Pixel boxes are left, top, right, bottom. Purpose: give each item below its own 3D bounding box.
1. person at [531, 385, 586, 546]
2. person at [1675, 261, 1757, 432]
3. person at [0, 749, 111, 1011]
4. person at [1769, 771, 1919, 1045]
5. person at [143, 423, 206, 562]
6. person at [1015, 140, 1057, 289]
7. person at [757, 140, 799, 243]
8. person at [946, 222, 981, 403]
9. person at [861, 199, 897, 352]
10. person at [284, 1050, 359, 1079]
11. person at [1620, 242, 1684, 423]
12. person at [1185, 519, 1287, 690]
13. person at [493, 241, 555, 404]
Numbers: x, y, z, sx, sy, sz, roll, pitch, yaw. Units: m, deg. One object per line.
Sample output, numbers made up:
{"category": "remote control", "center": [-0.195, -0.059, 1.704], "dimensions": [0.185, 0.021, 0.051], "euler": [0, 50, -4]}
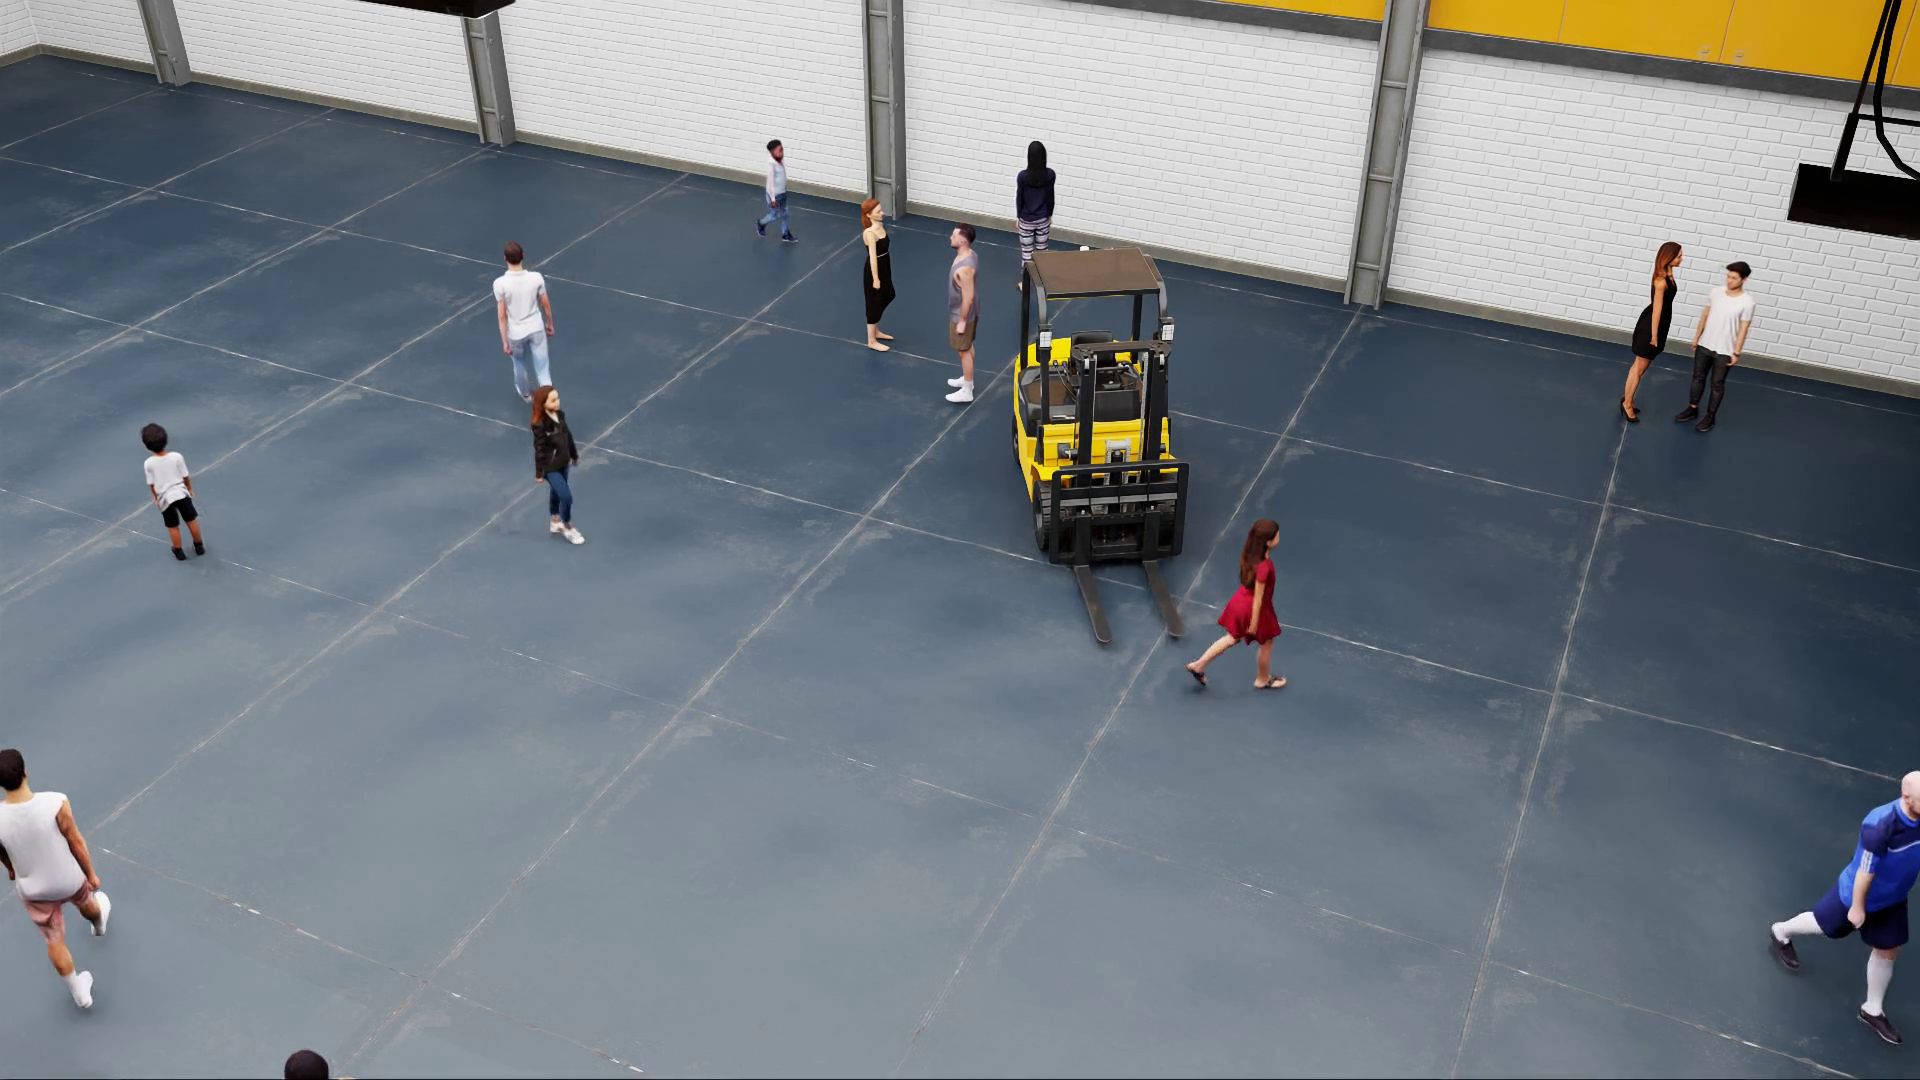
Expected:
{"category": "person", "center": [-3.541, -0.672, 14.300], "dimensions": [0.656, 1.472, 0.625], "euler": [10, 35, 15]}
{"category": "person", "center": [7.263, -1.878, 15.892], "dimensions": [0.771, 1.718, 0.650], "euler": [-21, 39, -28]}
{"category": "person", "center": [-5.447, 2.076, 9.925], "dimensions": [1.110, 1.737, 1.174], "euler": [-12, 35, -17]}
{"category": "person", "center": [5.345, 2.051, 9.905], "dimensions": [1.181, 1.803, 1.265], "euler": [-13, 36, -18]}
{"category": "person", "center": [-6.677, -0.402, 14.090], "dimensions": [0.562, 1.256, 0.600], "euler": [-22, 39, -29]}
{"category": "person", "center": [0.832, -3.583, 18.444], "dimensions": [0.649, 1.732, 0.724], "euler": [-9, 35, -13]}
{"category": "person", "center": [-2.210, -4.135, 19.711], "dimensions": [0.747, 1.250, 0.511], "euler": [17, 37, 24]}
{"category": "person", "center": [0.040, -2.238, 16.242], "dimensions": [0.693, 1.846, 0.703], "euler": [3, 34, 4]}
{"category": "person", "center": [-0.881, -2.787, 17.343], "dimensions": [0.643, 1.625, 0.624], "euler": [6, 34, 8]}
{"category": "person", "center": [-3.032, 3.159, 8.248], "dimensions": [0.580, 1.791, 0.607], "euler": [20, 39, 27]}
{"category": "person", "center": [6.635, -2.000, 15.969], "dimensions": [0.507, 1.835, 0.567], "euler": [14, 36, 20]}
{"category": "person", "center": [2.106, 0.520, 12.461], "dimensions": [1.075, 1.523, 0.911], "euler": [-6, 34, -8]}
{"category": "person", "center": [-4.109, -1.910, 15.865], "dimensions": [1.178, 1.801, 1.287], "euler": [-14, 36, -20]}
